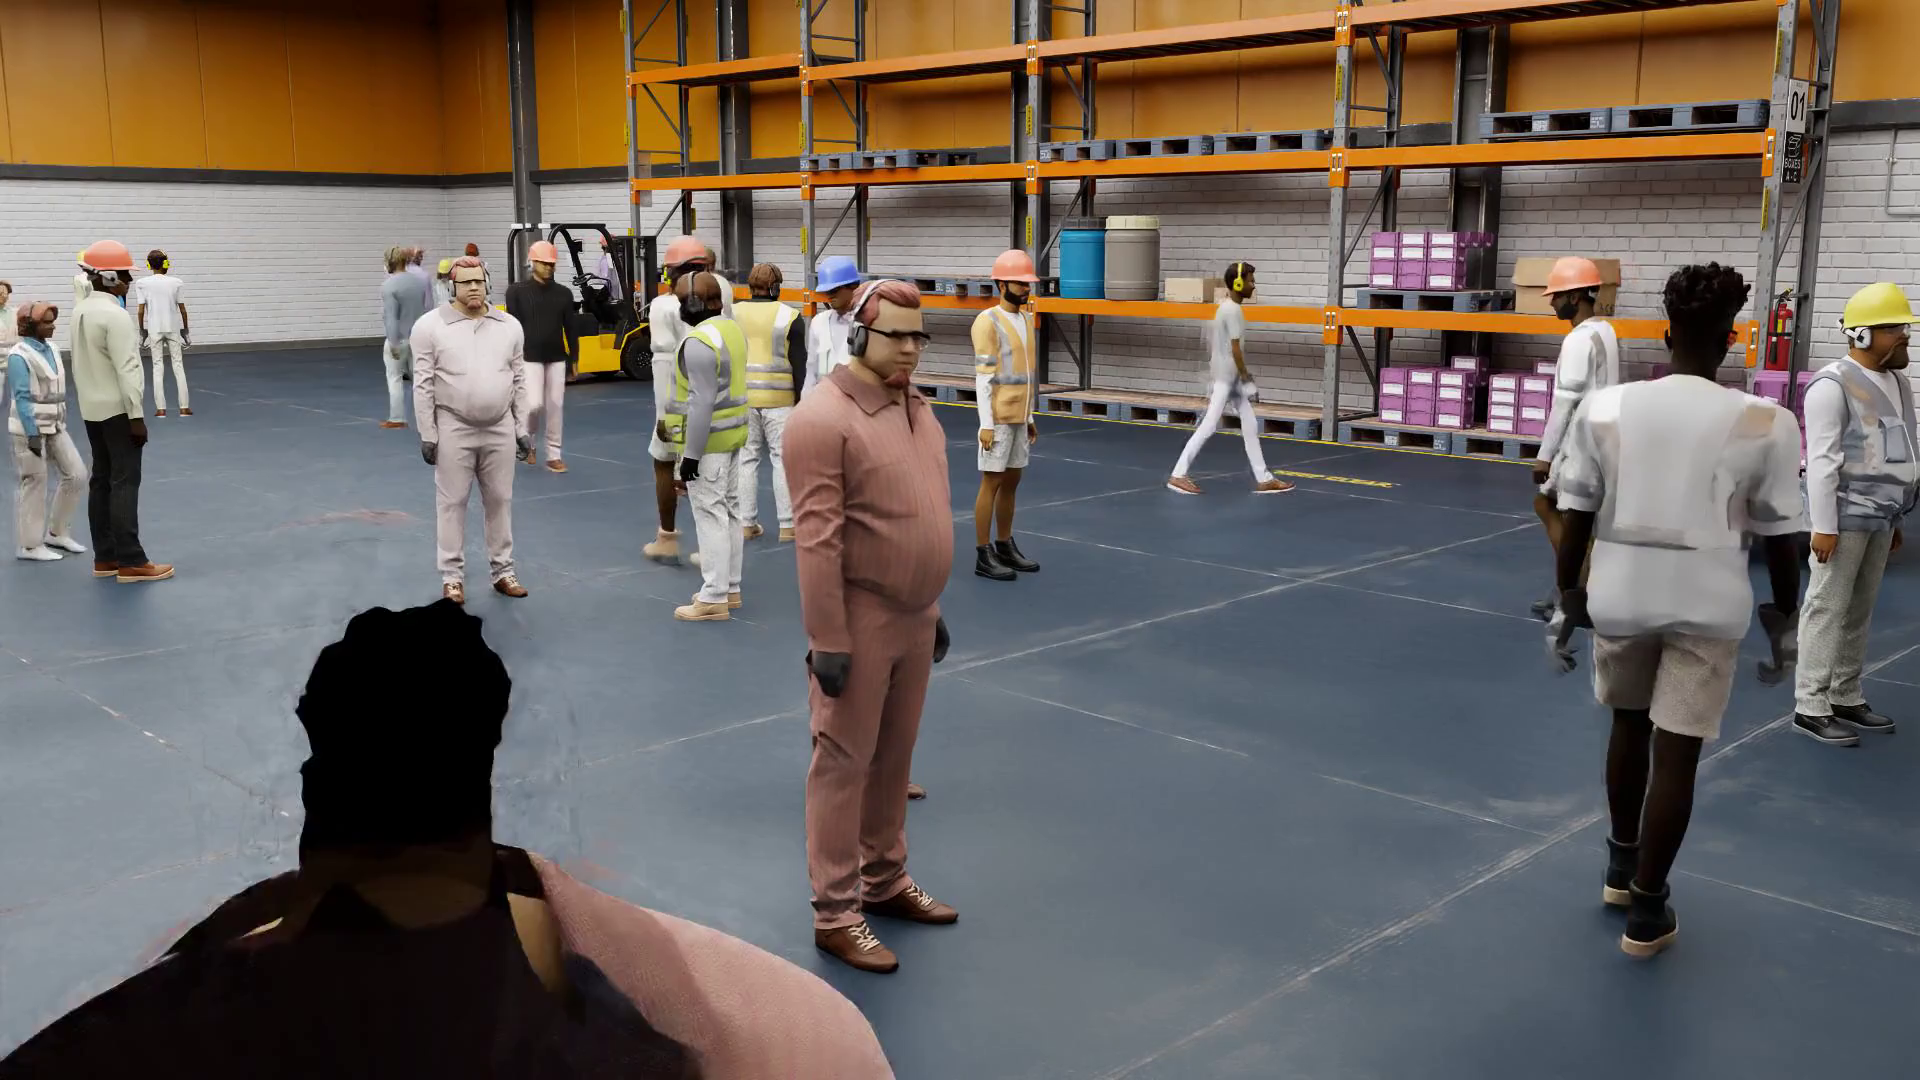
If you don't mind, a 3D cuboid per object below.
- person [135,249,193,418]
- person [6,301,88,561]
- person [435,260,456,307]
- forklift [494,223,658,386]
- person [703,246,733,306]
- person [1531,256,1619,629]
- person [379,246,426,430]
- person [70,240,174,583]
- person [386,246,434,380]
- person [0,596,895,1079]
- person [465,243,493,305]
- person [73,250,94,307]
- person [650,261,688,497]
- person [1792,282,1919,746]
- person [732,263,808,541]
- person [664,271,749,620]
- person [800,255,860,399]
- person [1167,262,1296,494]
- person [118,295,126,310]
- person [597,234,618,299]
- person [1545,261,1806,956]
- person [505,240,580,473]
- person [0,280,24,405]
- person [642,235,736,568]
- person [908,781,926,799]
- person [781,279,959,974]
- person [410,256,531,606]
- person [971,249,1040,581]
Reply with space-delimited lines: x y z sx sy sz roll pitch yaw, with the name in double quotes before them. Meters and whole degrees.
"person" -8.878 -2.296 18.548 0.526 1.864 0.315 -5 11 -24
"person" -5.670 -0.670 10.332 0.454 1.620 0.545 0 10 -2
"person" -6.964 -2.965 22.679 0.490 1.686 0.865 3 11 17
"forklift" -5.316 -3.263 22.920 2.313 2.155 1.214 -10 14 -44
"person" -2.333 -1.744 15.362 0.429 1.925 0.653 4 11 20
"person" 3.135 -0.494 8.578 0.558 1.910 0.566 6 12 31
"person" -5.673 -2.075 17.221 0.797 1.914 0.635 4 11 23
"person" -4.949 -0.752 9.768 0.622 1.992 0.396 8 13 38
"person" -7.573 -3.126 23.061 0.692 1.877 0.547 2 11 10
"person" -0.297 0.913 1.072 0.660 1.855 0.999 -4 11 -20
"person" -8.402 -4.186 28.801 0.608 1.882 0.369 -2 11 -13
"person" -11.815 -3.034 22.685 0.403 1.822 0.588 5 11 25
"person" -2.208 -1.283 13.008 0.325 1.871 0.516 5 11 25
"person" 3.611 -0.105 6.675 0.590 1.837 0.403 -7 13 -35
"person" -1.282 -0.910 11.051 0.634 1.841 0.429 3 11 16
"person" -1.342 -0.494 8.799 0.429 1.838 0.621 2 11 10
"person" -0.684 -0.722 9.869 0.680 1.904 0.657 6 12 32
"person" 2.103 -1.246 12.968 0.994 1.819 0.534 3 11 13
"person" -13.705 -3.732 26.833 0.321 1.696 0.537 9 14 41
"person" -5.523 -3.805 26.294 0.396 2.038 0.615 -3 11 -16
"person" 2.075 0.183 4.790 0.647 1.940 0.712 8 13 37
"person" -3.538 -1.547 14.151 0.637 1.974 0.444 -7 13 -35
"person" -9.068 -1.650 15.714 0.739 1.614 0.522 7 12 32
"person" -1.685 -0.833 10.153 0.626 2.008 0.842 -9 14 -41
"person" -0.305 0.148 5.848 0.266 1.631 0.507 9 14 42
"person" -0.214 0.228 4.685 0.403 1.904 0.637 6 12 28
"person" -2.677 -0.603 9.199 0.641 1.909 0.409 -7 13 -34
"person" 0.300 -0.739 9.856 0.379 1.937 0.547 7 13 34
